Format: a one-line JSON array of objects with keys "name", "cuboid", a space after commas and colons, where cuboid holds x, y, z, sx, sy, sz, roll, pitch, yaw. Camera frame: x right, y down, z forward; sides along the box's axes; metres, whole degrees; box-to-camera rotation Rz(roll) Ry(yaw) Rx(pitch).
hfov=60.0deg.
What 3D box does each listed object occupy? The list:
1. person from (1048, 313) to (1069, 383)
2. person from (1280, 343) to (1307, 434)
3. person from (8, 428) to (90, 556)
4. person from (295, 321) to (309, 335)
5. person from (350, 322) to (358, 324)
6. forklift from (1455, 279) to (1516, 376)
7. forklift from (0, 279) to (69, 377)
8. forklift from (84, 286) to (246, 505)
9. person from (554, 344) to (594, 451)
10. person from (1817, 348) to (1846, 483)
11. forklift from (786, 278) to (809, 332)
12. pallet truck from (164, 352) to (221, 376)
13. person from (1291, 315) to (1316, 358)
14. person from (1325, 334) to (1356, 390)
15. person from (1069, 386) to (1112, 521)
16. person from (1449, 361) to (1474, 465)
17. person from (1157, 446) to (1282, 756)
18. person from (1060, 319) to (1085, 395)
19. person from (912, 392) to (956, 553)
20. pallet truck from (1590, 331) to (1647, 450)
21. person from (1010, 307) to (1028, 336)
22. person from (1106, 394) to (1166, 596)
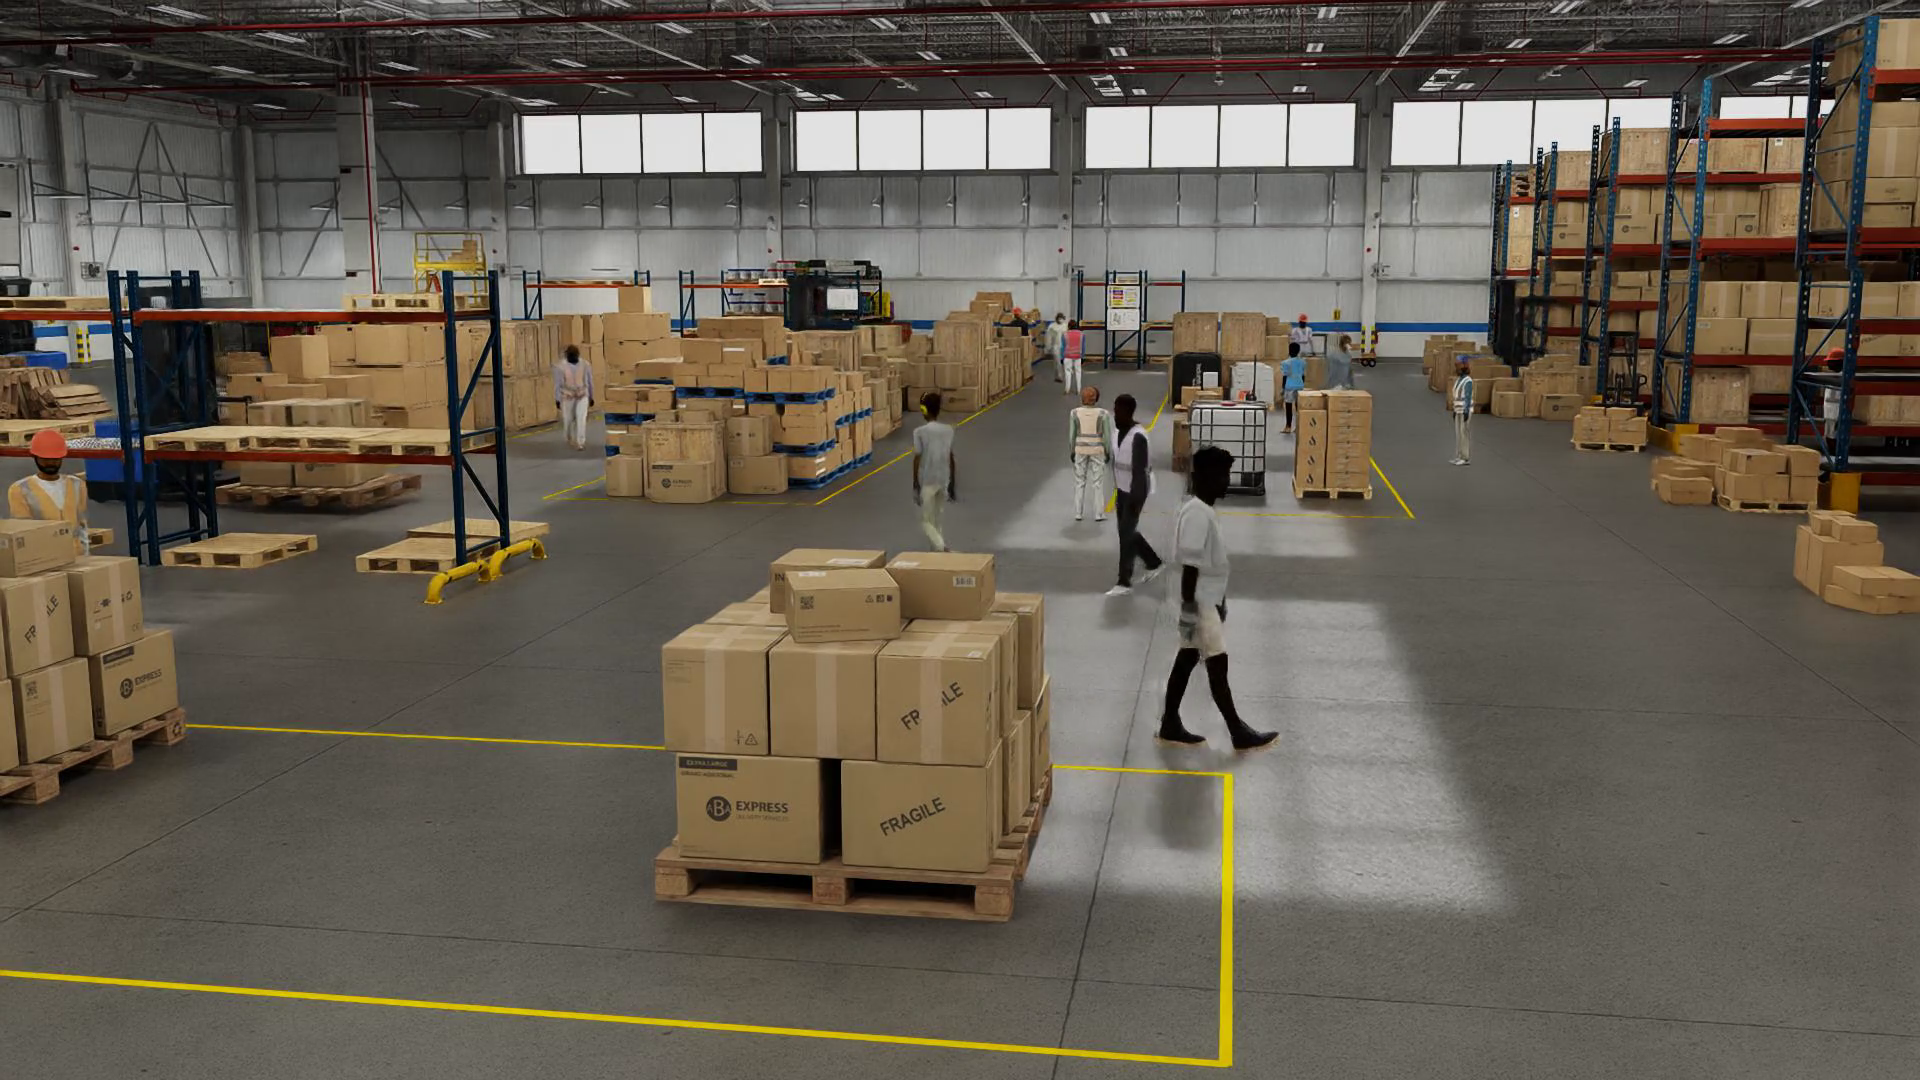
[{"name": "person", "cuboid": [2.725, -5.157, 44.793, 0.661, 1.876, 1.030, -2, 9, -14]}, {"name": "person", "cuboid": [6.207, -2.828, 31.001, 0.535, 1.697, 0.318, -5, 10, -26]}, {"name": "person", "cuboid": [-6.373, 0.176, 11.741, 0.376, 1.934, 0.548, 6, 11, 31]}, {"name": "person", "cuboid": [-14.749, -3.980, 37.423, 0.384, 1.945, 0.640, 0, 9, 0]}, {"name": "person", "cuboid": [-16.390, -5.103, 45.074, 0.534, 1.677, 0.706, -7, 11, -35]}, {"name": "forklift", "cuboid": [12.284, -4.508, 37.716, 1.873, 2.768, 1.129, 1, 9, 9]}, {"name": "forklift", "cuboid": [-22.375, -4.792, 39.470, 1.873, 2.768, 1.129, 1, 9, 9]}, {"name": "forklift", "cuboid": [-10.367, -1.911, 21.700, 1.873, 2.768, 1.129, 1, 9, 9]}, {"name": "person", "cuboid": [-6.555, -2.437, 28.264, 0.657, 1.806, 0.758, -3, 10, -16]}, {"name": "person", "cuboid": [12.465, -1.774, 23.758, 0.372, 1.935, 0.551, 2, 9, 10]}, {"name": "forklift", "cuboid": [-4.121, -5.265, 42.387, 1.873, 2.768, 1.129, 1, 9, 9]}, {"name": "pallet truck", "cuboid": [-21.869, -5.598, 47.154, 0.823, 1.965, 1.885, 4, 10, 26]}, {"name": "person", "cuboid": [8.938, -4.925, 43.351, 0.568, 1.885, 0.982, -2, 10, -14]}, {"name": "person", "cuboid": [6.857, -2.696, 29.586, 0.995, 1.888, 0.628, 7, 11, 36]}, {"name": "person", "cuboid": [1.576, -1.041, 20.149, 0.521, 1.640, 0.306, 3, 10, 15]}, {"name": "person", "cuboid": [7.857, -1.985, 26.000, 0.317, 1.631, 0.522, -1, 9, -4]}, {"name": "person", "cuboid": [1.631, 0.383, 10.432, 0.805, 1.935, 0.635, 1, 9, 9]}, {"name": "person", "cuboid": [2.731, -4.442, 40.505, 0.627, 1.845, 0.429, -2, 9, -13]}, {"name": "person", "cuboid": [-0.225, -0.540, 16.454, 0.516, 1.844, 0.642, -6, 11, -31]}, {"name": "pallet truck", "cuboid": [11.253, -2.573, 28.499, 0.823, 1.965, 1.885, 5, 10, 27]}, {"name": "person", "cuboid": [1.631, -5.546, 46.842, 0.622, 1.993, 0.382, 7, 11, 36]}, {"name": "person", "cuboid": [1.688, -0.425, 15.628, 0.743, 1.883, 0.706, -3, 10, -20]}]
